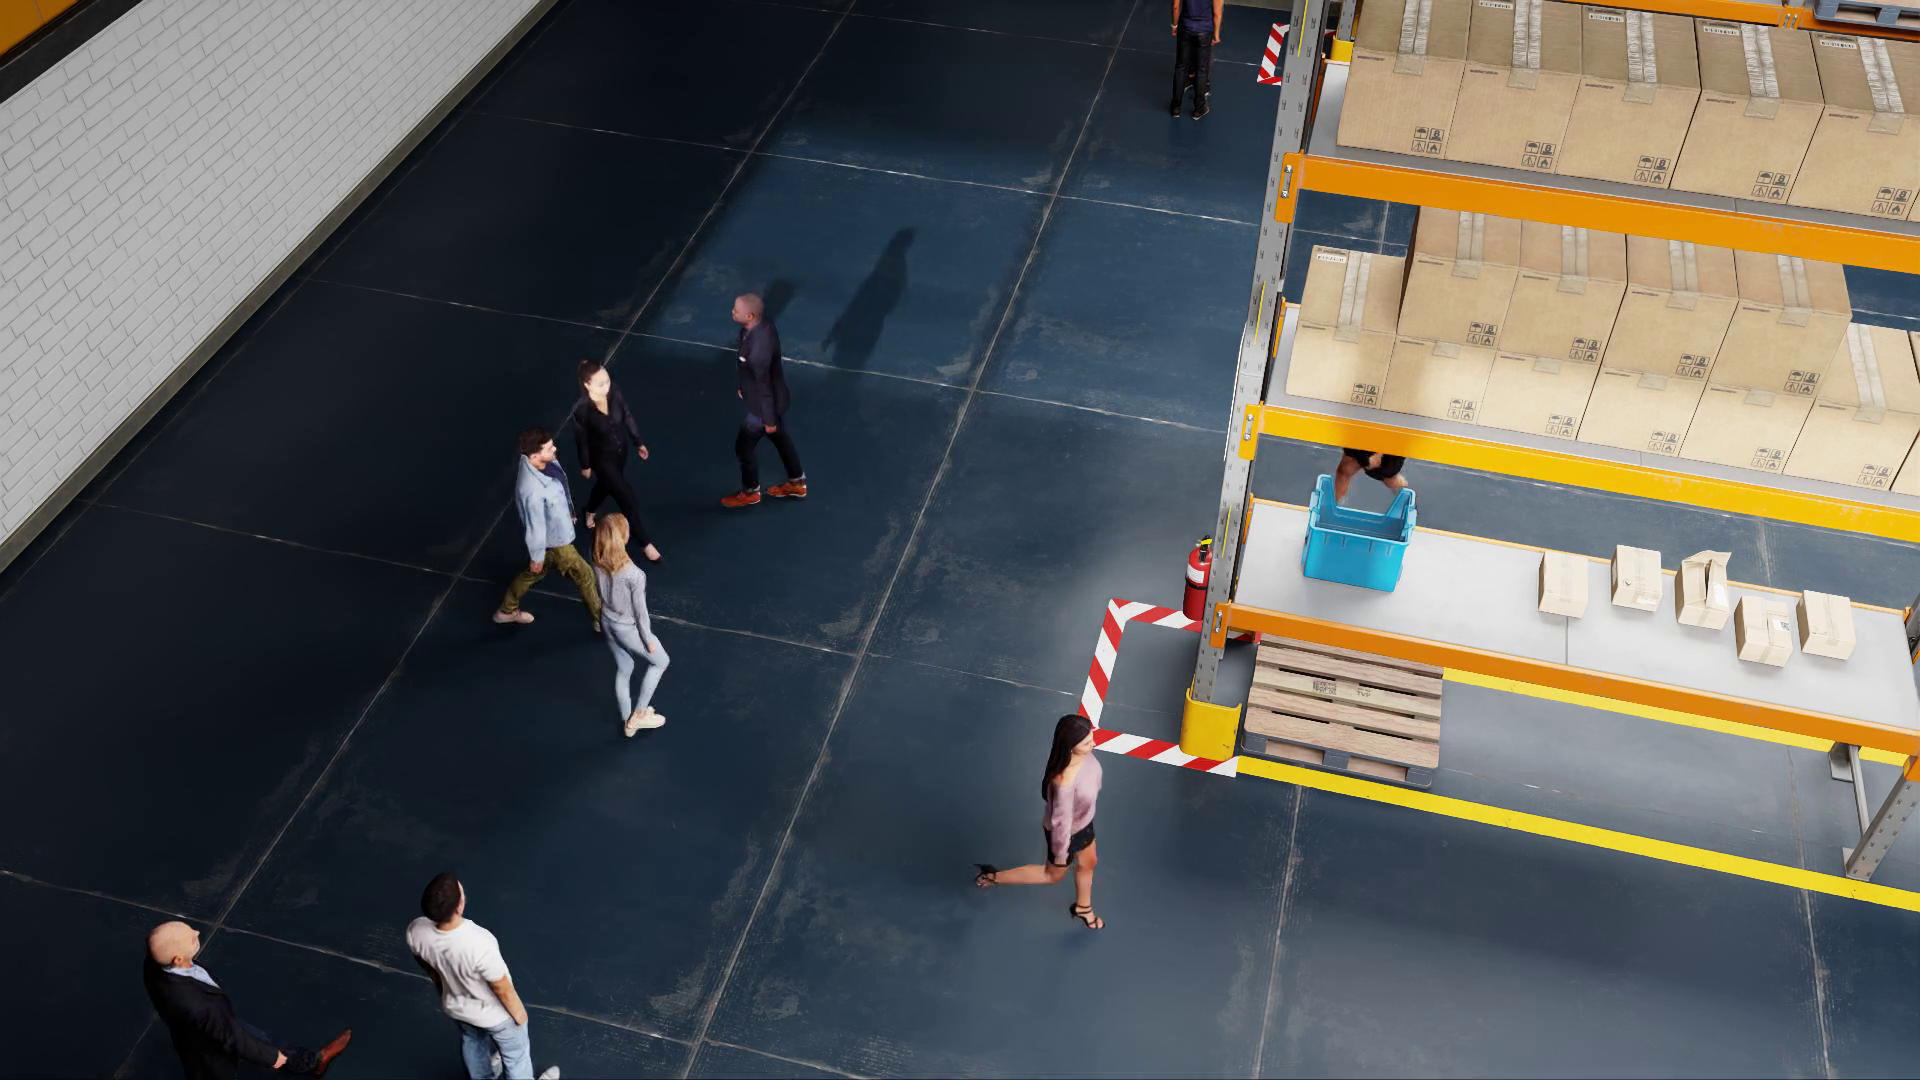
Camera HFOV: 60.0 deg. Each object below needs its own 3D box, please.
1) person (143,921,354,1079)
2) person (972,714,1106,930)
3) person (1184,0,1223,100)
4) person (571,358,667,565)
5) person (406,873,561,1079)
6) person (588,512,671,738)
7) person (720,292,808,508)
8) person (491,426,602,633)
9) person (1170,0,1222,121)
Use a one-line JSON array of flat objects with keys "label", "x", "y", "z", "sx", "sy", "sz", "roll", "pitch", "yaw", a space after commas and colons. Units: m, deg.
[{"label": "person", "x": -3.744, "y": 2.533, "z": 8.159, "sx": 1.200, "sy": 1.757, "sz": 1.202, "roll": -27, "pitch": 50, "yaw": -25}, {"label": "person", "x": 0.496, "y": 1.567, "z": 9.148, "sx": 1.016, "sy": 1.792, "sz": 0.637, "roll": 11, "pitch": 45, "yaw": 12}, {"label": "person", "x": 2.381, "y": -5.170, "z": 16.273, "sx": 0.629, "sy": 1.718, "sz": 0.750, "roll": 33, "pitch": 53, "yaw": 30}, {"label": "person", "x": -2.480, "y": -0.575, "z": 11.484, "sx": 1.097, "sy": 1.671, "sz": 0.785, "roll": 27, "pitch": 50, "yaw": 25}, {"label": "person", "x": -2.417, "y": 2.296, "z": 8.335, "sx": 0.552, "sy": 1.857, "sz": 0.765, "roll": 18, "pitch": 46, "yaw": 18}, {"label": "person", "x": -2.096, "y": 0.594, "z": 10.177, "sx": 0.650, "sy": 1.781, "sz": 0.768, "roll": 25, "pitch": 49, "yaw": 24}, {"label": "person", "x": -1.301, "y": -0.981, "z": 11.823, "sx": 0.991, "sy": 1.792, "sz": 0.875, "roll": -2, "pitch": 44, "yaw": -2}, {"label": "person", "x": -2.757, "y": -0.020, "z": 10.833, "sx": 1.295, "sy": 1.766, "sz": 1.013, "roll": -9, "pitch": 44, "yaw": -10}, {"label": "person", "x": 2.249, "y": -4.893, "z": 15.929, "sx": 0.465, "sy": 1.793, "sz": 0.704, "roll": 12, "pitch": 45, "yaw": 13}]
